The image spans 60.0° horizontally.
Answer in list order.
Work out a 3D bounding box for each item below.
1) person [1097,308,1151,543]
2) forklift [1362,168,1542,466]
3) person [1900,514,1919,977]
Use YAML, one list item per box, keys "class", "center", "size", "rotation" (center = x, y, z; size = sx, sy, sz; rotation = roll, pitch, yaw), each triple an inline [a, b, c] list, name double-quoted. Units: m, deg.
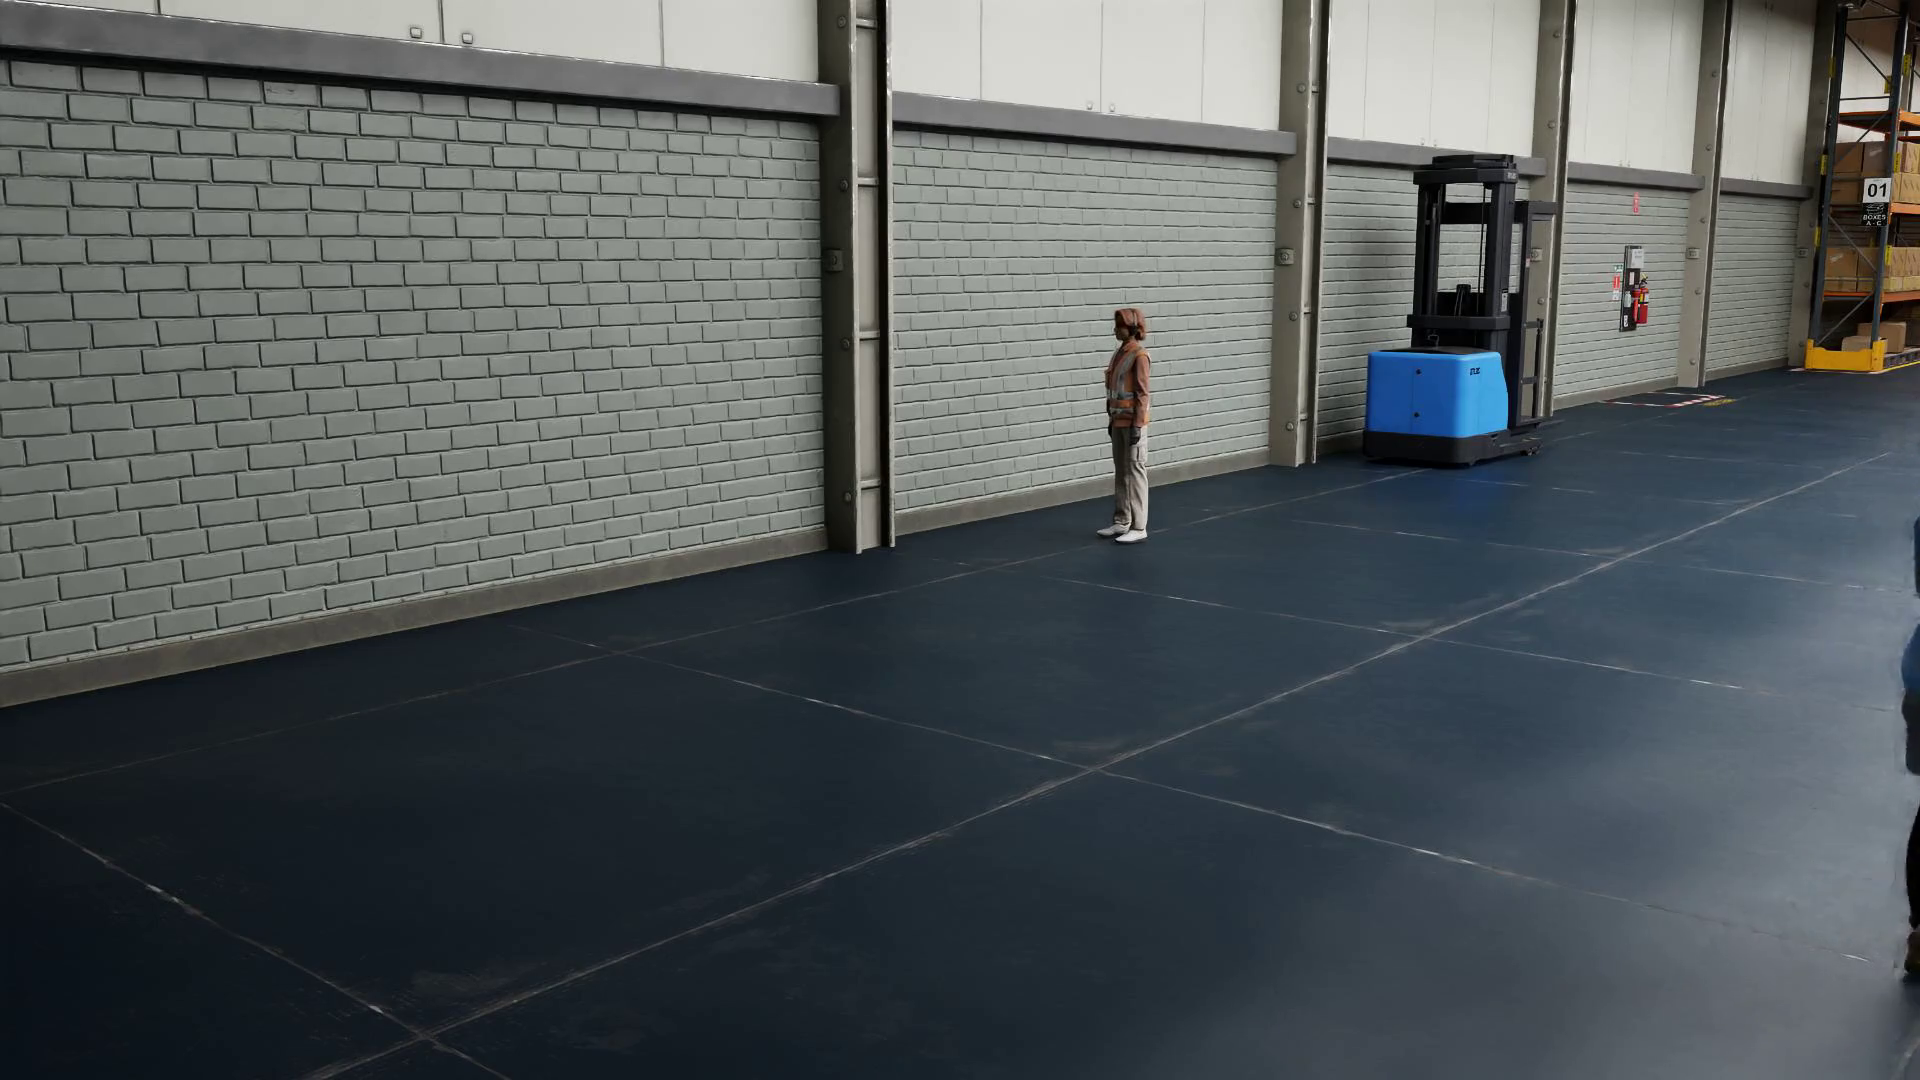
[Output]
- class: "person"
  center: [1.180, -0.810, 11.703]
  size: [0.307, 1.644, 0.511]
  rotation: [-3, 10, -17]
- class: "forklift"
  center: [4.875, -2.212, 16.287]
  size: [1.129, 2.768, 1.873]
  rotation: [8, 13, 40]
- class: "person"
  center: [2.816, 0.416, 4.574]
  size: [0.366, 1.685, 0.551]
  rotation: [0, 10, -3]
